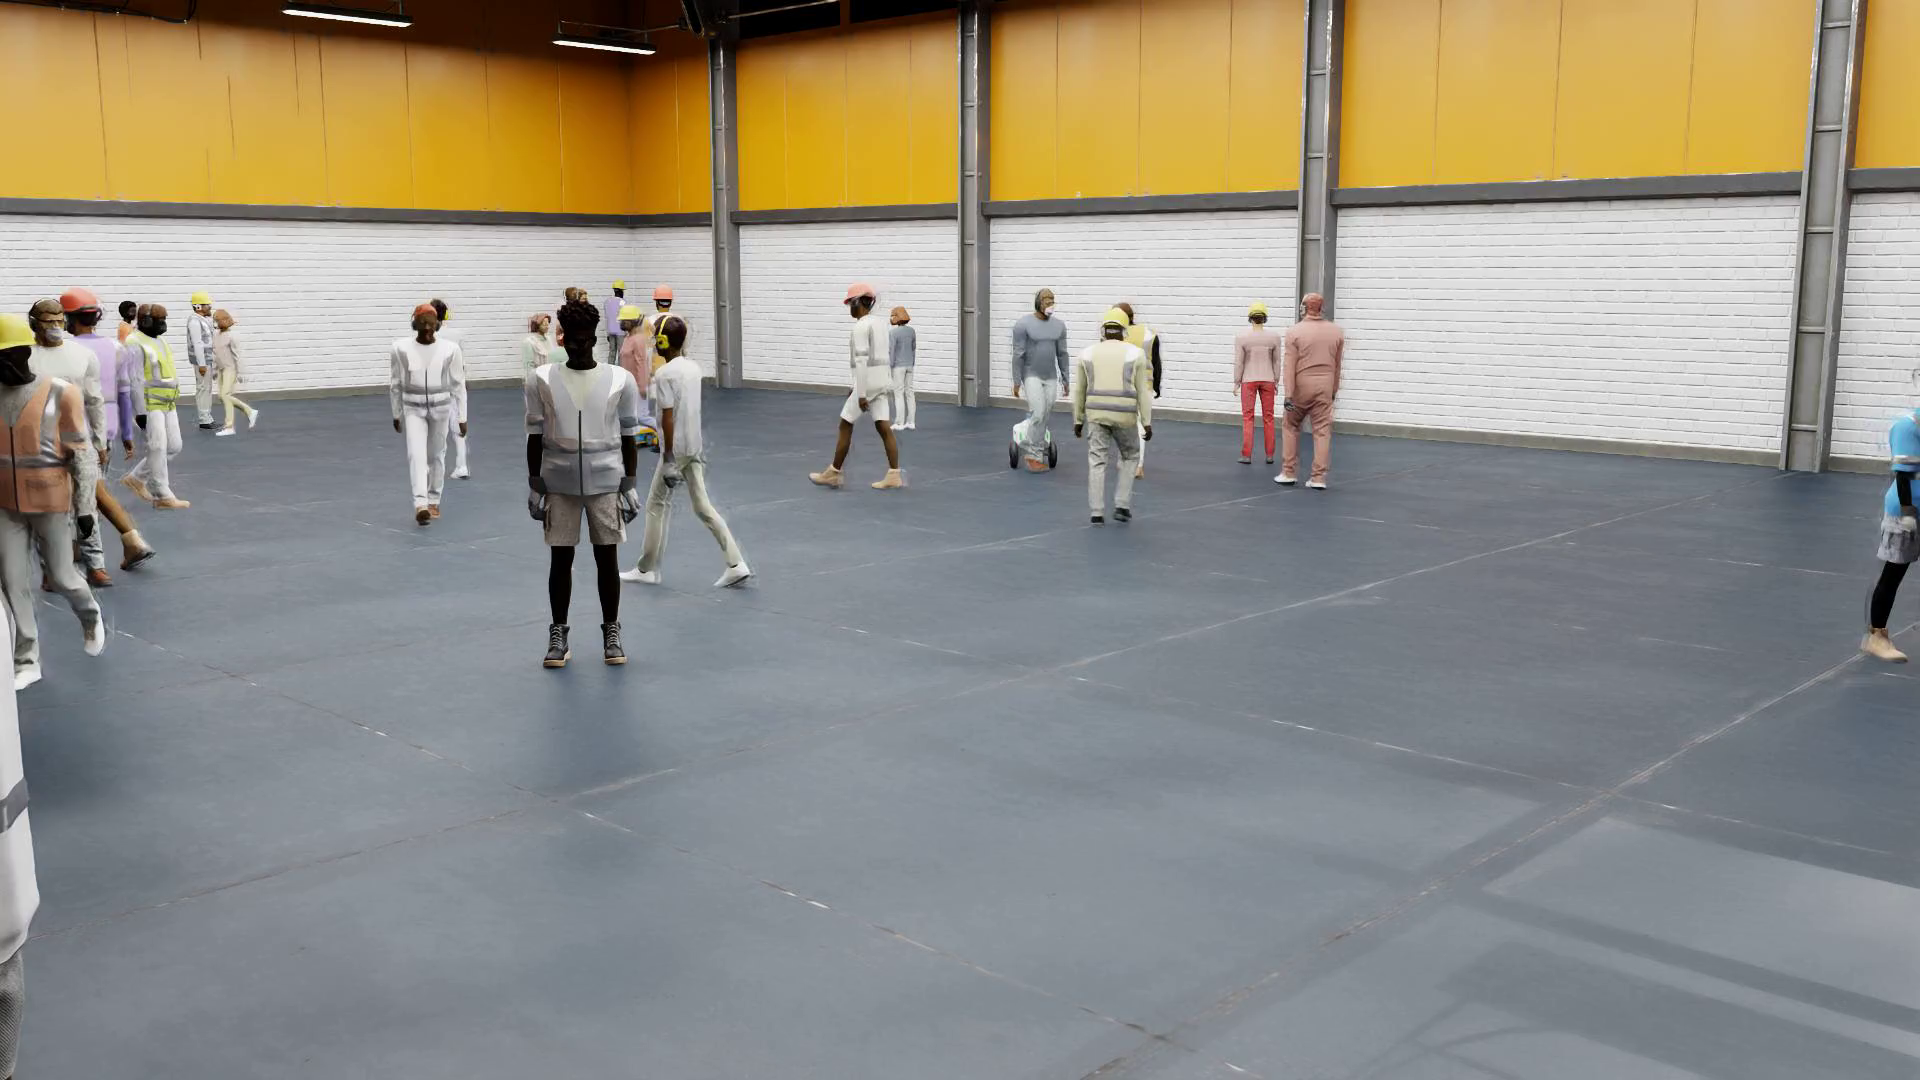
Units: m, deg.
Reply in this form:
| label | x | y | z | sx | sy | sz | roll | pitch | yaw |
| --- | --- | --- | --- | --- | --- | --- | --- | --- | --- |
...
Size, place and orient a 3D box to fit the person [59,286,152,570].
| label | x | y | z | sx | sy | sz | roll | pitch | yaw |
| --- | --- | --- | --- | --- | --- | --- | --- | --- | --- |
| person | -6.112 | -0.784 | 11.746 | 0.995 | 2.007 | 0.618 | 4 | 10 | 22 |

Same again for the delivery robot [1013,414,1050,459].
| label | x | y | z | sx | sy | sz | roll | pitch | yaw |
| --- | --- | --- | --- | --- | --- | --- | --- | --- | --- |
| delivery robot | 0.766 | -1.119 | 17.930 | 0.477 | 0.478 | 0.707 | -1 | 9 | -3 |

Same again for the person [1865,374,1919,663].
| label | x | y | z | sx | sy | sz | roll | pitch | yaw |
| --- | --- | --- | --- | --- | --- | --- | --- | --- | --- |
| person | 5.162 | -0.127 | 8.726 | 0.547 | 1.663 | 0.795 | -3 | 10 | -17 |

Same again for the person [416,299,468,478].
| label | x | y | z | sx | sy | sz | roll | pitch | yaw |
| --- | --- | --- | --- | --- | --- | --- | --- | --- | --- |
| person | -5.270 | -1.537 | 16.942 | 0.543 | 1.819 | 0.980 | -7 | 12 | -38 |

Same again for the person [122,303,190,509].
| label | x | y | z | sx | sy | sz | roll | pitch | yaw |
| --- | --- | --- | --- | --- | --- | --- | --- | --- | --- |
| person | -7.159 | -1.172 | 14.662 | 0.546 | 1.827 | 0.650 | 0 | 9 | -1 |

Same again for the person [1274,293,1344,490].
| label | x | y | z | sx | sy | sz | roll | pitch | yaw |
| --- | --- | --- | --- | --- | --- | --- | --- | --- | --- |
| person | 3.367 | -1.449 | 16.179 | 0.667 | 1.874 | 0.793 | -3 | 10 | -16 |

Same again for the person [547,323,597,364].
| label | x | y | z | sx | sy | sz | roll | pitch | yaw |
| --- | --- | --- | --- | --- | --- | --- | --- | --- | --- |
| person | -3.808 | -1.387 | 16.619 | 0.588 | 1.618 | 0.395 | -5 | 11 | -29 |

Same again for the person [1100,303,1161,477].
| label | x | y | z | sx | sy | sz | roll | pitch | yaw |
| --- | --- | --- | --- | --- | --- | --- | --- | --- | --- |
| person | 1.748 | -1.543 | 17.112 | 0.642 | 1.777 | 0.985 | 1 | 9 | 5 |

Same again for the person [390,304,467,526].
| label | x | y | z | sx | sy | sz | roll | pitch | yaw |
| --- | --- | --- | --- | --- | --- | --- | --- | --- | --- |
| person | -4.391 | -1.029 | 13.773 | 0.603 | 1.819 | 1.061 | -3 | 10 | -19 |

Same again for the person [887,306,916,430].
| label | x | y | z | sx | sy | sz | roll | pitch | yaw |
| --- | --- | --- | --- | --- | --- | --- | --- | --- | --- |
| person | -0.775 | -2.261 | 21.949 | 0.277 | 1.628 | 0.500 | 8 | 12 | 40 |

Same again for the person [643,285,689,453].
| label | x | y | z | sx | sy | sz | roll | pitch | yaw |
| --- | --- | --- | --- | --- | --- | --- | --- | --- | --- |
| person | -3.400 | -1.967 | 19.191 | 0.550 | 1.935 | 0.376 | -6 | 11 | -31 |

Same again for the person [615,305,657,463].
| label | x | y | z | sx | sy | sz | roll | pitch | yaw |
| --- | --- | --- | --- | --- | --- | --- | --- | --- | --- |
| person | -3.455 | -1.693 | 18.131 | 0.762 | 1.741 | 0.532 | -5 | 11 | -30 |

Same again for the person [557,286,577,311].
| label | x | y | z | sx | sy | sz | roll | pitch | yaw |
| --- | --- | --- | --- | --- | --- | --- | --- | --- | --- |
| person | -6.670 | -3.406 | 28.377 | 0.630 | 1.829 | 0.635 | -8 | 12 | -40 |

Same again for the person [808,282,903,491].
| label | x | y | z | sx | sy | sz | roll | pitch | yaw |
| --- | --- | --- | --- | --- | --- | --- | --- | --- | --- |
| person | -0.991 | -1.463 | 15.945 | 1.041 | 1.977 | 0.622 | 3 | 10 | 19 |

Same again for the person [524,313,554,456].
| label | x | y | z | sx | sy | sz | roll | pitch | yaw |
| --- | --- | --- | --- | --- | --- | --- | --- | --- | --- |
| person | -4.694 | -1.747 | 18.792 | 0.472 | 1.620 | 0.550 | 3 | 10 | 20 |

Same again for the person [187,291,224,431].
| label | x | y | z | sx | sy | sz | roll | pitch | yaw |
| --- | --- | --- | --- | --- | --- | --- | --- | --- | --- |
| person | -9.922 | -2.346 | 21.886 | 0.421 | 1.831 | 0.598 | -3 | 10 | -16 |

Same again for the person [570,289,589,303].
| label | x | y | z | sx | sy | sz | roll | pitch | yaw |
| --- | --- | --- | --- | --- | --- | --- | --- | --- | --- |
| person | -5.327 | -2.580 | 23.226 | 0.327 | 1.843 | 0.516 | -3 | 10 | -16 |

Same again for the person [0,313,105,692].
| label | x | y | z | sx | sy | sz | roll | pitch | yaw |
| --- | --- | --- | --- | --- | --- | --- | --- | --- | --- |
| person | -4.748 | -0.217 | 8.565 | 0.594 | 1.901 | 0.759 | -1 | 9 | -3 |

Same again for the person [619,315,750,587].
| label | x | y | z | sx | sy | sz | roll | pitch | yaw |
| --- | --- | --- | --- | --- | --- | --- | --- | --- | --- |
| person | -1.834 | -0.581 | 11.065 | 0.979 | 1.824 | 0.549 | 4 | 10 | 24 |

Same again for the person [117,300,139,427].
| label | x | y | z | sx | sy | sz | roll | pitch | yaw |
| --- | --- | --- | --- | --- | --- | --- | --- | --- | --- |
| person | -11.161 | -2.364 | 22.349 | 0.322 | 1.699 | 0.536 | -4 | 10 | -23 |

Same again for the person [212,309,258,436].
| label | x | y | z | sx | sy | sz | roll | pitch | yaw |
| --- | --- | --- | --- | --- | --- | --- | --- | --- | --- |
| person | -9.336 | -2.159 | 21.346 | 0.505 | 1.610 | 0.588 | 7 | 12 | 39 |

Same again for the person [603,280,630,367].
| label | x | y | z | sx | sy | sz | roll | pitch | yaw |
| --- | --- | --- | --- | --- | --- | --- | --- | --- | --- |
| person | -6.304 | -3.836 | 30.725 | 0.581 | 1.919 | 0.391 | 4 | 10 | 25 |

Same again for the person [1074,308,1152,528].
| label | x | y | z | sx | sy | sz | roll | pitch | yaw |
| --- | --- | --- | --- | --- | --- | --- | --- | --- | --- |
| person | 1.269 | -1.004 | 13.727 | 0.695 | 1.793 | 0.613 | 3 | 10 | 20 |

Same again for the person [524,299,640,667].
| label | x | y | z | sx | sy | sz | roll | pitch | yaw |
| --- | --- | --- | --- | --- | --- | --- | --- | --- | --- |
| person | -2.011 | -0.297 | 8.882 | 0.600 | 1.958 | 0.377 | -2 | 9 | -10 |

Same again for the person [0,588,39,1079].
| label | x | y | z | sx | sy | sz | roll | pitch | yaw |
| --- | --- | --- | --- | --- | --- | --- | --- | --- | --- |
| person | -1.816 | 0.690 | 2.899 | 0.357 | 1.937 | 0.551 | -3 | 10 | -16 |

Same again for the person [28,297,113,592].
| label | x | y | z | sx | sy | sz | roll | pitch | yaw |
| --- | --- | --- | --- | --- | --- | --- | --- | --- | --- |
| person | -5.955 | -0.626 | 10.984 | 0.646 | 1.936 | 0.406 | -9 | 13 | -43 |

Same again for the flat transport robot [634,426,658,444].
| label | x | y | z | sx | sy | sz | roll | pitch | yaw |
| --- | --- | --- | --- | --- | --- | --- | --- | --- | --- |
| flat transport robot | -4.115 | -1.208 | 19.630 | 0.652 | 0.197 | 1.431 | 4 | 10 | 22 |

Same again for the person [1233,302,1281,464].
| label | x | y | z | sx | sy | sz | roll | pitch | yaw |
| --- | --- | --- | --- | --- | --- | --- | --- | --- | --- |
| person | 3.225 | -1.698 | 18.094 | 0.525 | 1.759 | 0.337 | 0 | 9 | -3 |

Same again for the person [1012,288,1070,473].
| label | x | y | z | sx | sy | sz | roll | pitch | yaw |
| --- | --- | --- | --- | --- | --- | --- | --- | --- | --- |
| person | 0.869 | -1.640 | 17.239 | 0.656 | 1.915 | 0.617 | -5 | 11 | -30 |
